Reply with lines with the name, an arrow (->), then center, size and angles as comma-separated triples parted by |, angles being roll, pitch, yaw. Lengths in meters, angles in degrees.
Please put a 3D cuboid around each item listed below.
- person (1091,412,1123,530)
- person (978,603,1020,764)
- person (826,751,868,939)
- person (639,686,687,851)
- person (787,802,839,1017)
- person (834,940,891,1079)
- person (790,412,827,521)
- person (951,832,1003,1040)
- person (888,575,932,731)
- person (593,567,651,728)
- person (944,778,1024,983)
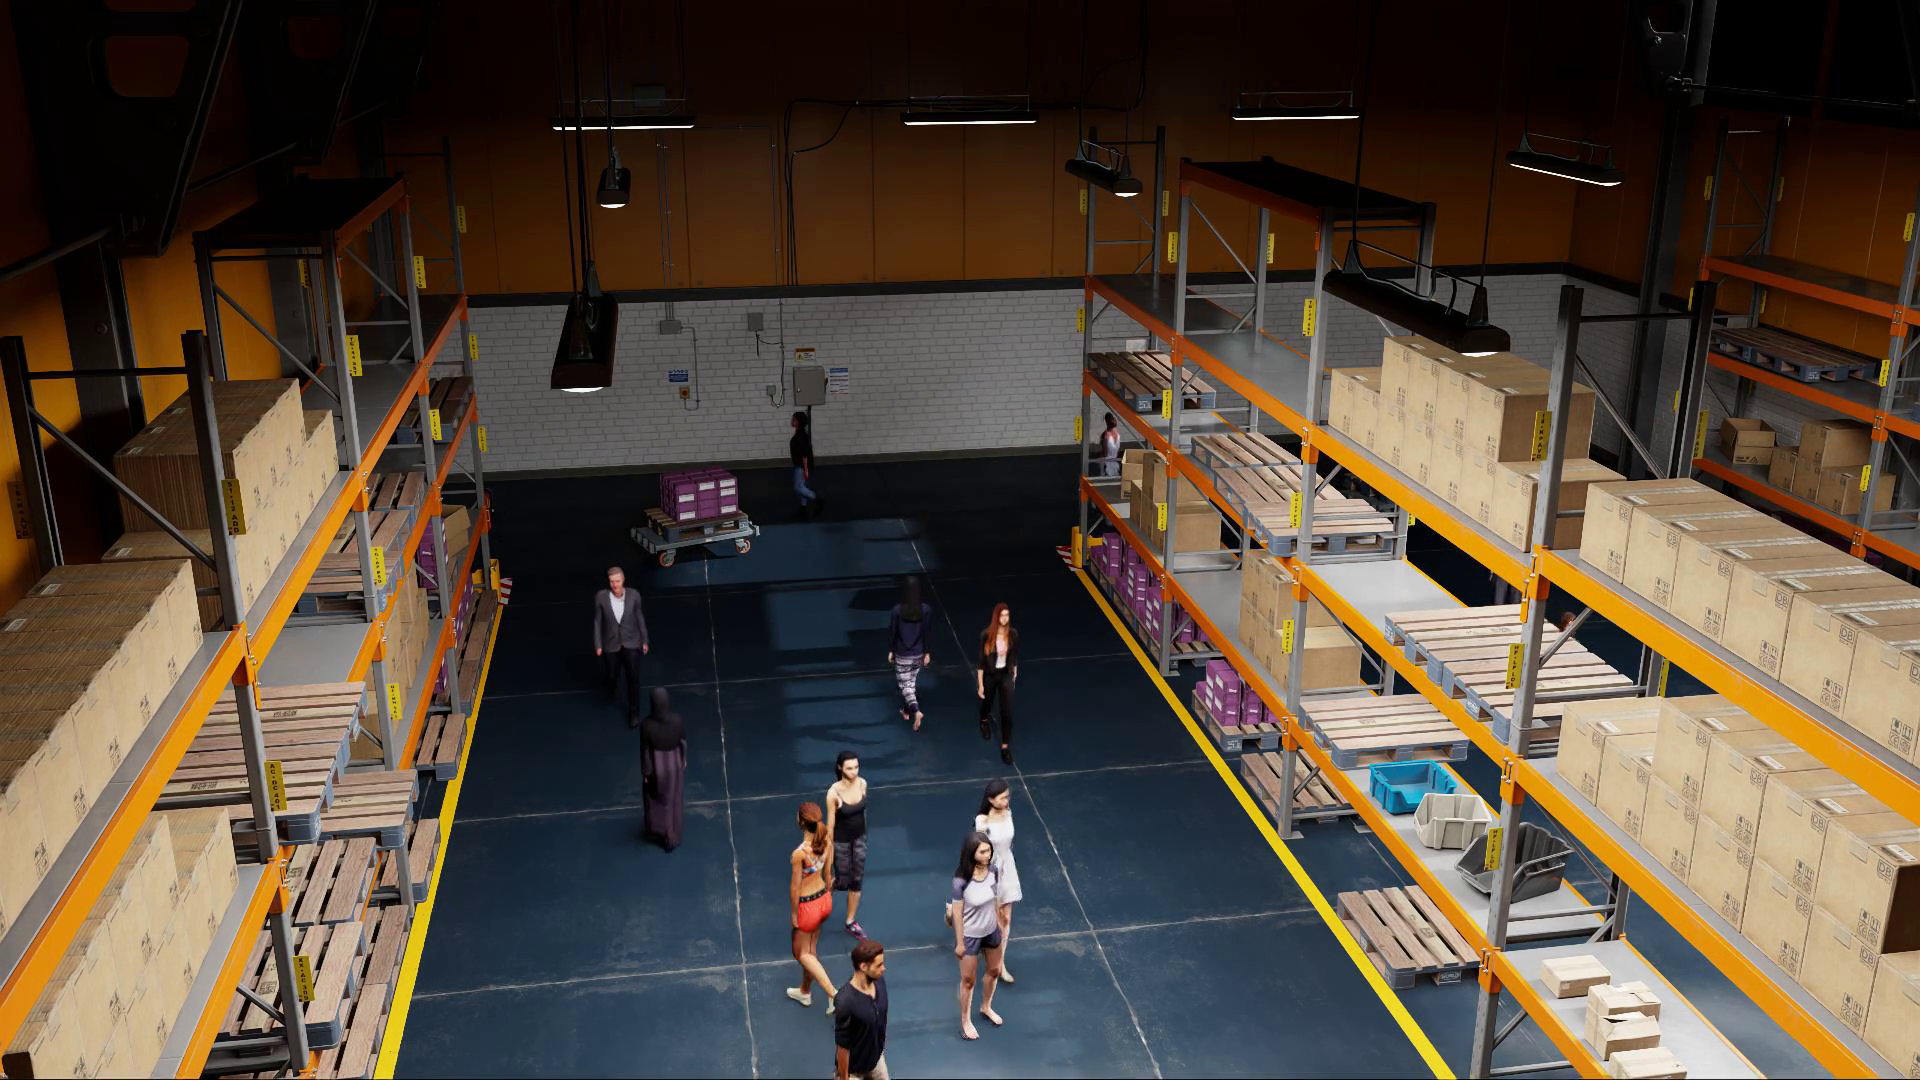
person -> 2.157, -1.043, 24.760 | 0.893, 1.770, 0.823 | 14, 23, 36
person -> 0.366, 1.440, 17.519 | 0.599, 1.685, 1.063 | -3, 19, -9
person -> -1.006, 2.551, 14.181 | 0.803, 1.710, 0.935 | -14, 23, -37
person -> -2.757, 2.144, 15.550 | 0.646, 1.608, 0.770 | -5, 19, -16
person -> -1.108, 2.911, 13.007 | 1.007, 1.777, 0.916 | 14, 23, 35
person -> -0.731, 3.485, 11.208 | 0.825, 1.838, 0.867 | -18, 25, -42
person -> -2.289, -1.107, 25.080 | 0.658, 1.687, 0.661 | -4, 19, -12
person -> 0.138, 3.005, 12.832 | 0.691, 1.709, 0.698 | -13, 23, -34
person -> -0.519, 1.250, 18.047 | 0.755, 1.708, 1.008 | -8, 20, -21
person -> -3.736, 1.117, 18.290 | 0.806, 1.805, 1.028 | -6, 19, -16
person -> 0.201, 2.734, 13.573 | 0.969, 1.750, 1.111 | -17, 25, -42
